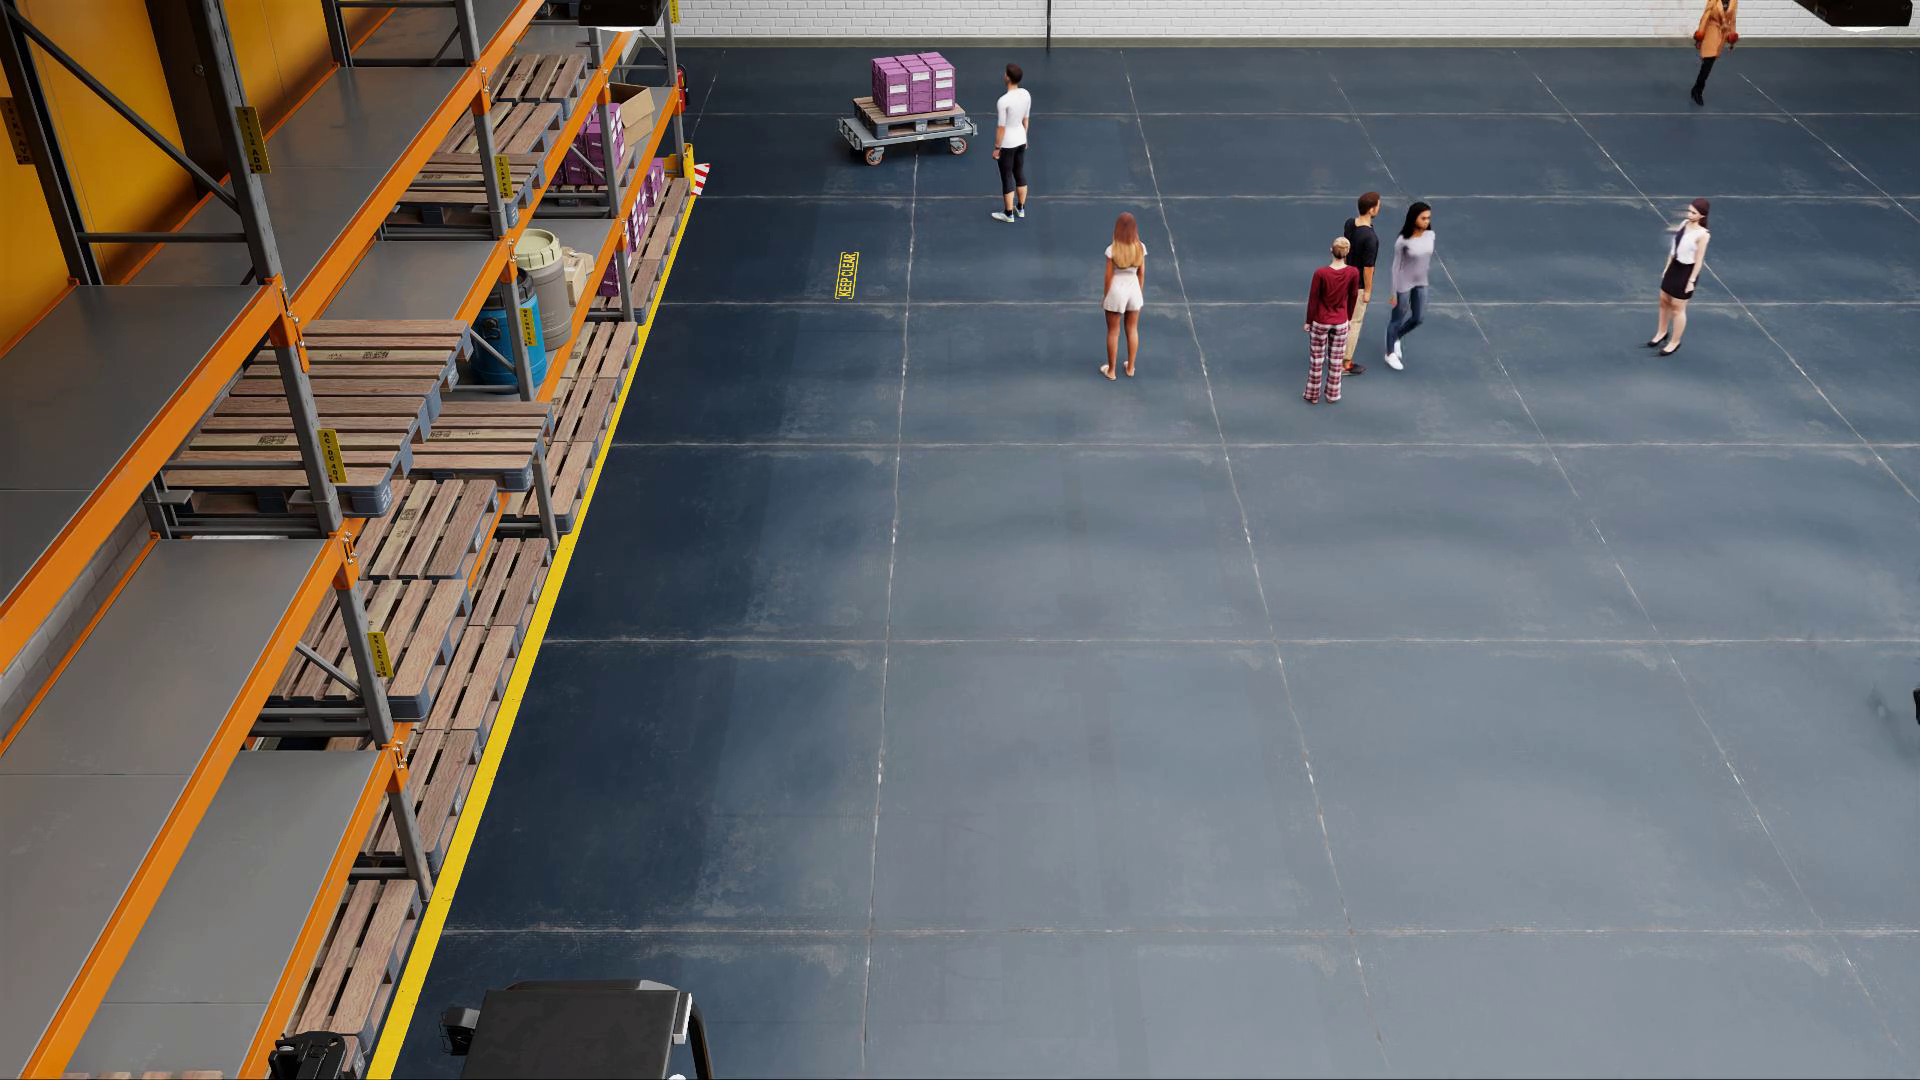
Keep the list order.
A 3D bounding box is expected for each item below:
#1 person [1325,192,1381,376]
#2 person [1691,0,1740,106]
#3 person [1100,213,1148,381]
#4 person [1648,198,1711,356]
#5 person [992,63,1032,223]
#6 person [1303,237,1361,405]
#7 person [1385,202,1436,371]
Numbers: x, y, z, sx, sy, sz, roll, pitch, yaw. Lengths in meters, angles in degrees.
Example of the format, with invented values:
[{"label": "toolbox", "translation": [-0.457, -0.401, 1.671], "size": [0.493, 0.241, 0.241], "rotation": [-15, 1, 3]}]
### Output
[{"label": "person", "translation": [3.819, -2.495, 16.122], "size": [0.749, 1.855, 0.603], "rotation": [-13, 36, -19]}, {"label": "person", "translation": [10.331, -6.907, 22.894], "size": [0.742, 1.705, 0.790], "rotation": [-4, 34, -7]}, {"label": "person", "translation": [1.573, -2.354, 16.052], "size": [0.617, 1.697, 0.623], "rotation": [-7, 34, -11]}, {"label": "person", "translation": [7.169, -2.617, 16.497], "size": [0.678, 1.642, 0.540], "rotation": [-9, 35, -13]}, {"label": "person", "translation": [0.612, -4.615, 19.315], "size": [0.747, 1.851, 0.801], "rotation": [-27, 42, -35]}, {"label": "person", "translation": [3.481, -2.070, 15.624], "size": [0.628, 1.698, 0.521], "rotation": [-3, 34, -4]}, {"label": "person", "translation": [4.327, -2.518, 16.275], "size": [0.727, 1.723, 0.758], "rotation": [-13, 36, -18]}]
